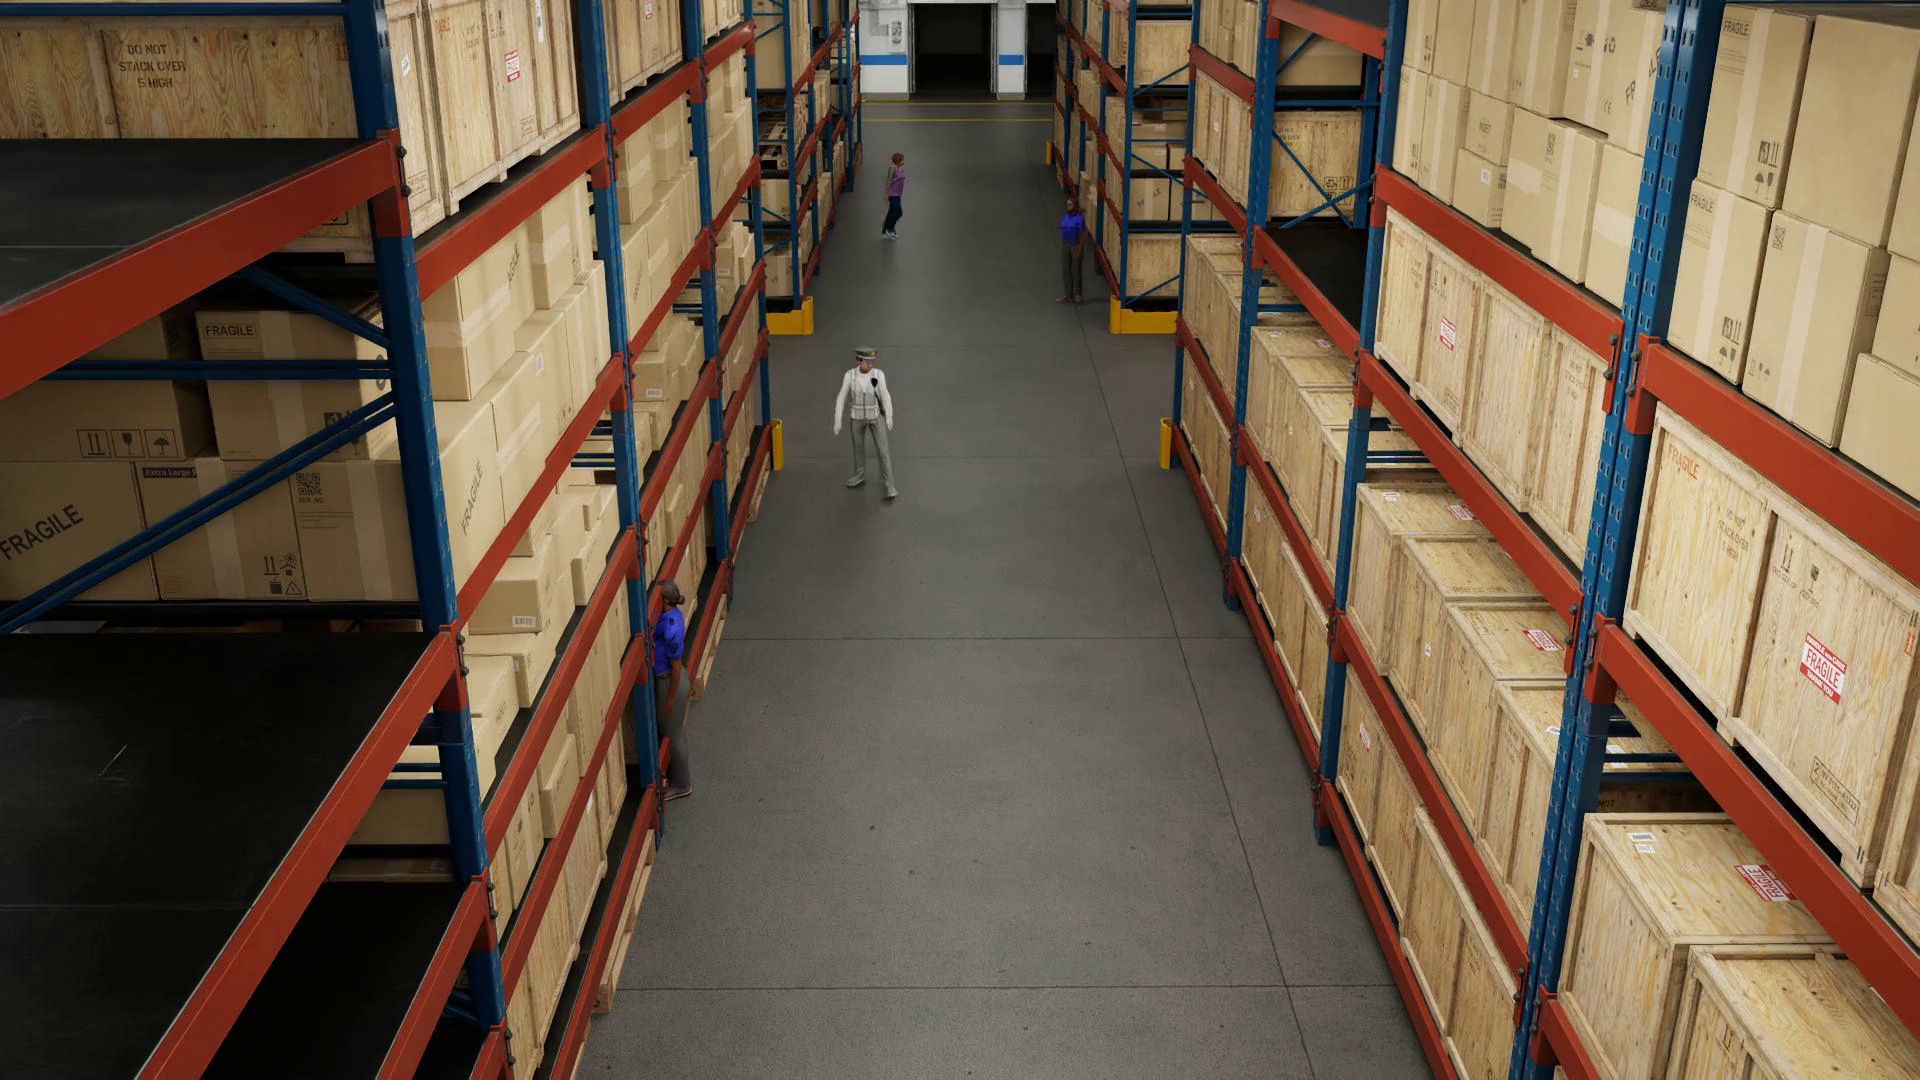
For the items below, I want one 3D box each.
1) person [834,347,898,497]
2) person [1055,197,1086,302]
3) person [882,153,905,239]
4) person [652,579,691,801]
[{"bbox_3d":[-1.005,-1.309,17.974,0.692,1.630,0.689,1,22,3],"label":"person"},{"bbox_3d":[1.801,-4.595,26.293,0.457,1.663,0.394,15,26,34],"label":"person"},{"bbox_3d":[-1.239,-6.402,30.943,0.461,1.586,0.444,8,23,20],"label":"person"},{"bbox_3d":[-2.119,1.055,11.986,0.355,1.657,0.436,-4,22,-10],"label":"person"}]
